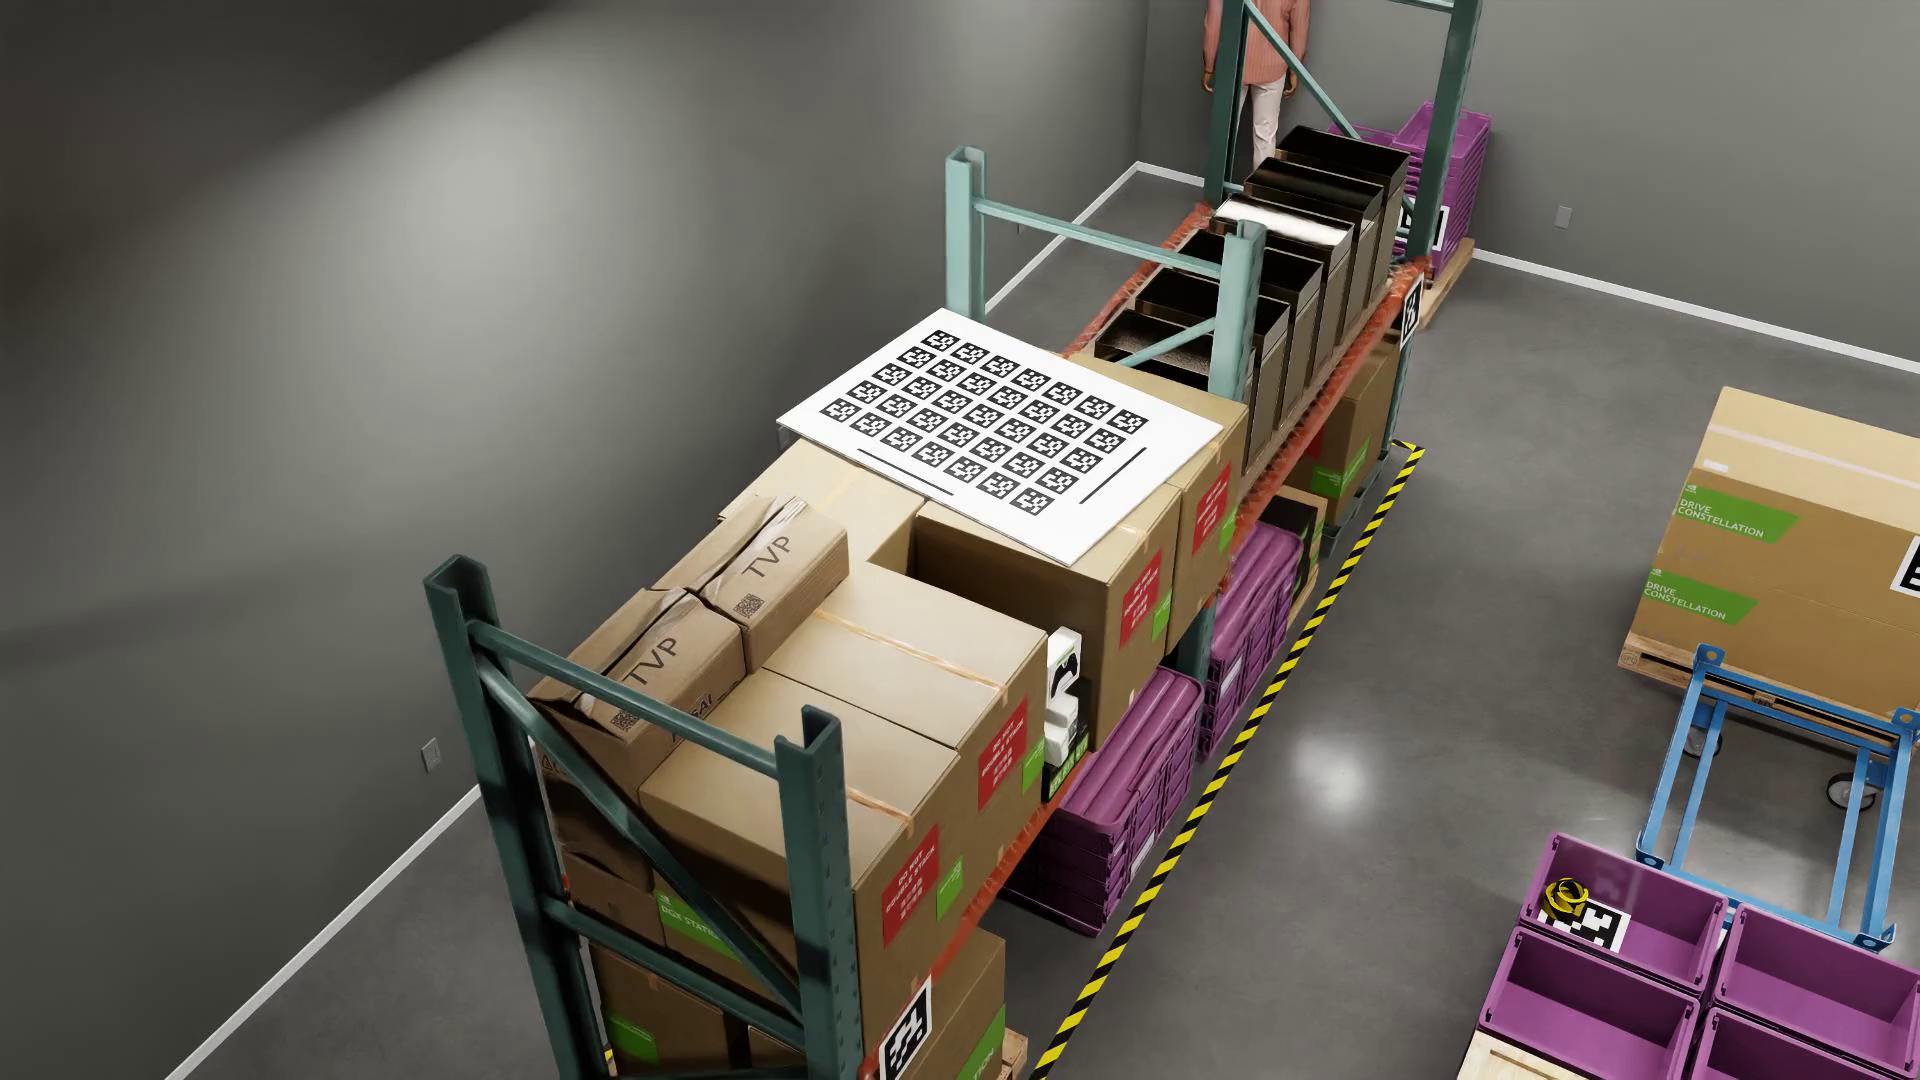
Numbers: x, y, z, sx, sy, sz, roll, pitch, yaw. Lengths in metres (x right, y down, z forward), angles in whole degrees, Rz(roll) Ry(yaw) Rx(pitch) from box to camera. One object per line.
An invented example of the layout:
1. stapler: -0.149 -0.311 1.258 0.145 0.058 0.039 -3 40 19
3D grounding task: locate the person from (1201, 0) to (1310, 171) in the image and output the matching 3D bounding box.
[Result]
1. person: 1.739 -2.829 9.925 0.612 1.995 0.379 4 40 4
